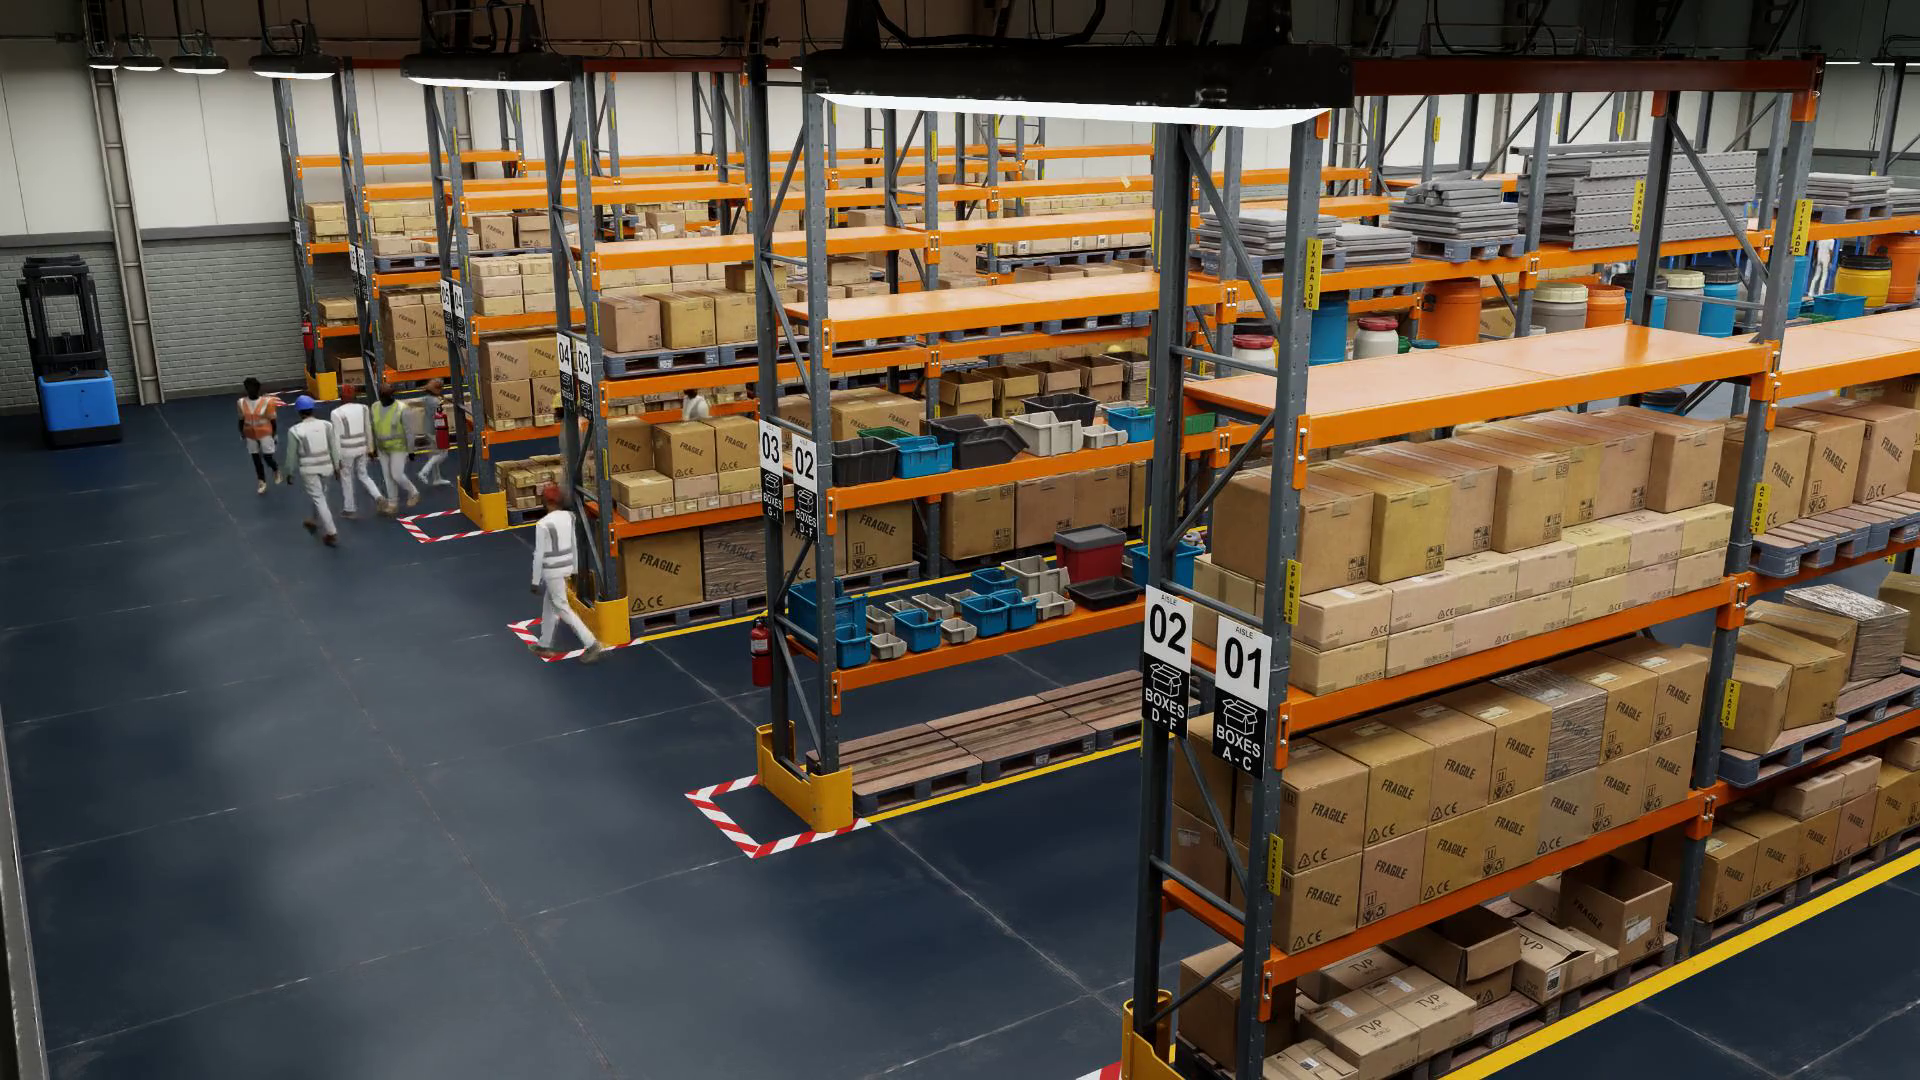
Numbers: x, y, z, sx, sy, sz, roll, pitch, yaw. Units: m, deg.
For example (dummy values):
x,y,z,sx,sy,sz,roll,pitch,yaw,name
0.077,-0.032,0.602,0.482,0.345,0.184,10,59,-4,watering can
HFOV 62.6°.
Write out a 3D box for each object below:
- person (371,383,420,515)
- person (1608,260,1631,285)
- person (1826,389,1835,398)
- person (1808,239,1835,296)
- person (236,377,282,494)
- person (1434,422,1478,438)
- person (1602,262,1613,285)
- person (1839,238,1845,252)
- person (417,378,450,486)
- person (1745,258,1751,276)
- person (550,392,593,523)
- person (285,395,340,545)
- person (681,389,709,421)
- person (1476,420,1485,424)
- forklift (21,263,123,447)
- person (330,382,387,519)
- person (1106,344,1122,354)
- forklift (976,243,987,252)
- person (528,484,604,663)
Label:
x,y,z,sx,sy,sz,roll,pitch,yaw,name
-7.699,-1.247,21.426,0.636,1.829,0.460,7,18,21,person
16.808,-7.036,40.203,0.369,1.936,0.630,-9,19,-28,person
12.614,-1.714,22.695,0.814,1.988,0.583,-9,19,-27,person
22.387,-7.215,40.964,0.435,1.858,0.593,-5,18,-16,person
-9.976,-1.497,22.454,0.540,1.684,0.399,0,17,-1,person
6.433,-0.947,20.134,0.988,2.000,0.682,-7,18,-20,person
13.558,-5.038,33.610,0.542,1.966,0.621,2,17,6,person
28.299,-10.247,50.755,0.585,1.922,0.378,3,17,11,person
-7.605,-1.536,22.706,0.478,1.613,0.542,-15,22,-40,person
18.711,-6.040,37.047,0.648,1.875,0.855,-3,17,-9,person
-5.045,-0.979,20.377,0.411,1.912,0.618,-7,18,-20,person
-8.282,-0.909,20.204,1.013,1.896,0.613,12,21,35,person
-3.509,-1.348,21.447,0.972,2.017,0.603,-8,19,-25,person
7.007,-1.197,21.396,0.748,1.741,0.537,-3,17,-11,person
-14.518,-3.079,25.708,1.129,2.768,1.873,-10,20,-31,forklift
-8.078,-1.183,21.145,0.759,1.865,0.599,10,20,31,person
2.374,-2.099,24.224,0.425,1.817,0.600,-8,19,-26,person
0.988,-5.474,34.718,1.214,2.155,2.313,-10,20,-31,forklift
-4.073,0.335,16.191,0.916,1.851,0.621,6,18,20,person
